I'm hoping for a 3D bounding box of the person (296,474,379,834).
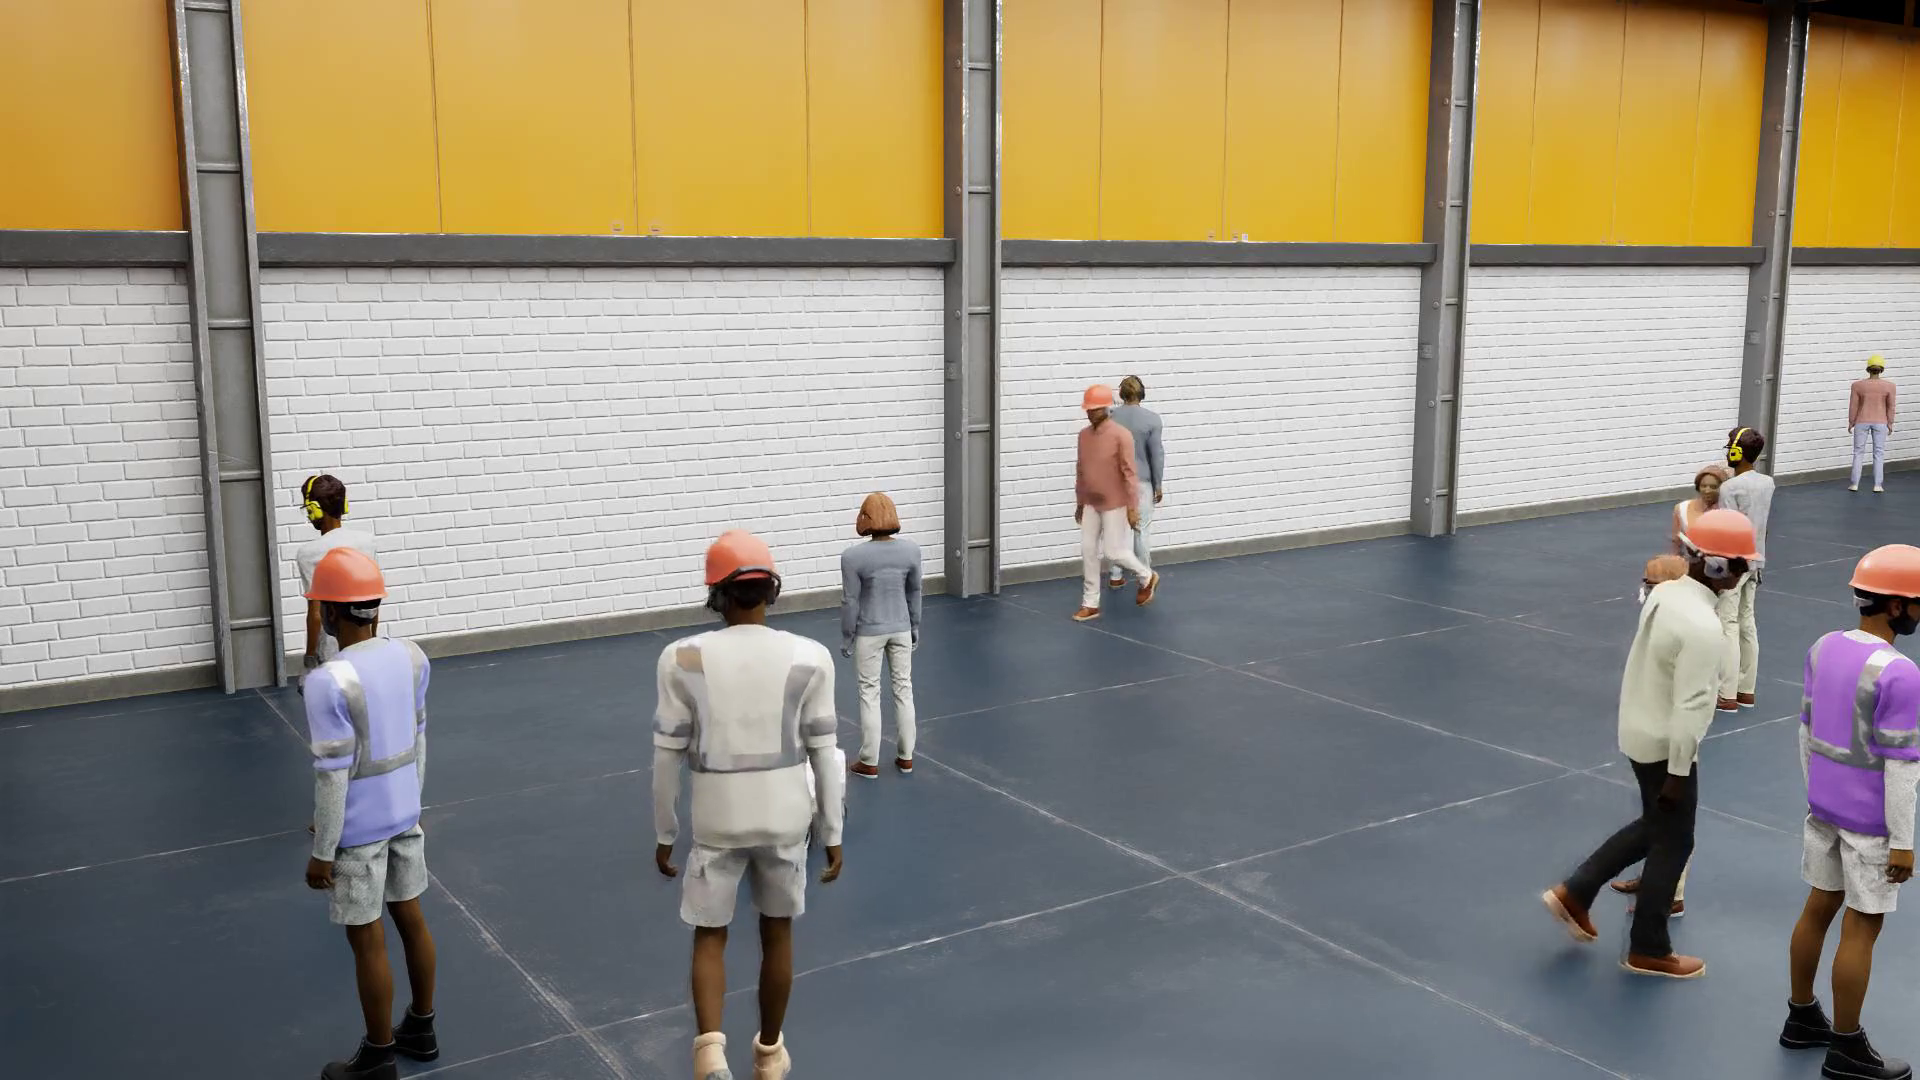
[{"bbox_3d":[-3.169,0.589,8.492,0.332,1.865,0.520,4,10,25],"label":"person"}]

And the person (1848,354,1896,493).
[{"bbox_3d":[11.654,-1.486,21.279,0.529,1.772,0.304,5,11,27],"label":"person"}]

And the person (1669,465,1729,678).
[{"bbox_3d":[4.987,0.287,11.118,0.519,1.583,0.847,7,12,37],"label":"person"}]

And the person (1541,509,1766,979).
[{"bbox_3d":[2.843,0.830,6.765,0.679,1.960,0.641,1,9,6],"label":"person"}]

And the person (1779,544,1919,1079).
[{"bbox_3d":[3.261,0.970,5.984,0.377,1.932,0.552,-1,9,-5],"label":"person"}]

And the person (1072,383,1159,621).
[{"bbox_3d":[1.255,-0.319,13.664,0.726,1.963,0.655,-8,12,-39],"label":"person"}]

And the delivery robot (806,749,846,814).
[{"bbox_3d":[-0.875,1.218,8.351,0.477,0.478,0.707,5,11,28],"label":"delivery robot"}]

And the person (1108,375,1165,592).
[{"bbox_3d":[1.528,-0.503,14.844,0.627,1.940,0.372,5,11,28],"label":"person"}]

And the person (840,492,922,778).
[{"bbox_3d":[-0.448,0.540,9.472,0.499,1.635,0.287,-5,11,-27],"label":"person"}]

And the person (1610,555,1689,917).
[{"bbox_3d":[3.145,0.874,7.467,0.265,1.632,0.508,2,10,10],"label":"person"}]

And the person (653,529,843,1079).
[{"bbox_3d":[-0.716,0.989,5.674,0.647,2.008,0.779,-1,9,-6],"label":"person"}]

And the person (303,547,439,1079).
[{"bbox_3d":[-2.105,0.984,5.883,0.366,1.939,0.542,4,10,21],"label":"person"}]

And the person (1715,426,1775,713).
[{"bbox_3d":[5.065,0.191,10.869,0.518,1.872,0.326,-6,11,-34],"label":"person"}]
